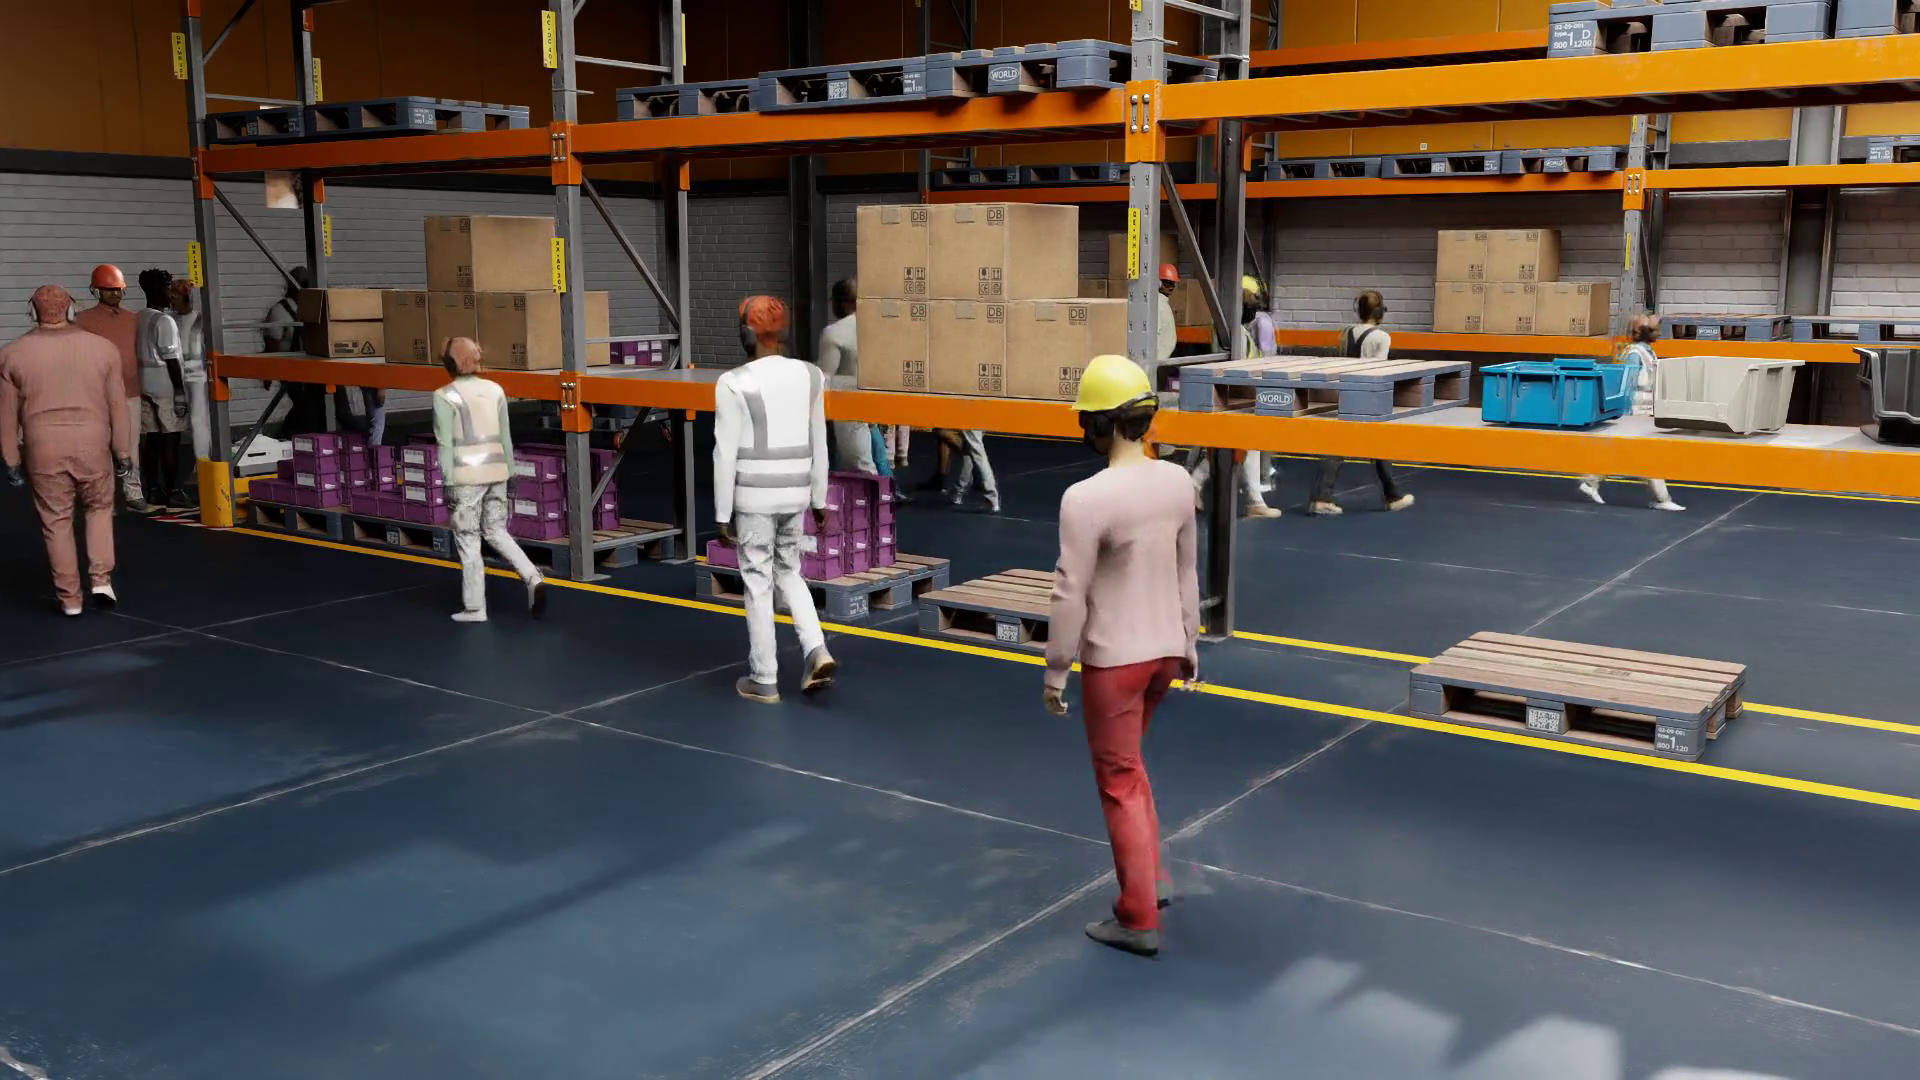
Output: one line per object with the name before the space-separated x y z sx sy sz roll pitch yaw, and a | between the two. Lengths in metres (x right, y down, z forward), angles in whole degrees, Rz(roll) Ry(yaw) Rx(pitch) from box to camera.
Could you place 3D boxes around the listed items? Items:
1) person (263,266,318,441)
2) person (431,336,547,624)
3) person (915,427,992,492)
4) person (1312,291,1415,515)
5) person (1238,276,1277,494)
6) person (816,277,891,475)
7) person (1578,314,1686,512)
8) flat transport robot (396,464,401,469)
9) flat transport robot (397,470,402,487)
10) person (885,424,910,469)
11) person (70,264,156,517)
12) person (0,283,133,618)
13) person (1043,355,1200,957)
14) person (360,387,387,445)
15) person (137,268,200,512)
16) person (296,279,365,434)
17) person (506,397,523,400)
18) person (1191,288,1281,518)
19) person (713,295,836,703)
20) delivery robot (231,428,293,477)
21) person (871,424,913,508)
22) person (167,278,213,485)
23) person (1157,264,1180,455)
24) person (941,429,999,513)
person | -6.524 -1.733 16.360 1.001 2.000 0.709 5 11 27
person | -2.621 -0.321 9.225 0.546 1.616 0.527 5 11 29
person | -0.055 -1.330 14.368 0.743 1.910 0.555 5 11 30
person | 3.220 -1.083 13.264 1.015 1.787 0.547 -6 11 -32
person | 2.523 -1.331 14.418 0.479 1.896 0.591 -2 10 -13
person | -0.835 -0.866 11.599 0.945 1.894 0.652 6 11 30
person | 5.526 -1.054 13.627 0.851 1.597 0.530 6 11 33
flat transport robot | -5.482 -0.615 14.965 0.652 0.197 1.431 -7 12 -38
flat transport robot | -4.502 -0.484 14.180 1.431 0.197 0.652 -4 10 -20
person | -0.701 -1.691 16.240 0.374 1.997 0.609 6 11 30
person | -6.692 -1.176 13.181 0.397 1.992 0.623 6 11 32
person | -5.098 -0.506 9.479 0.671 1.892 0.508 -6 11 -30
person | 0.465 0.338 4.877 0.550 1.748 0.467 -9 13 -42
person | -5.176 -1.332 14.788 0.312 1.769 0.522 -4 10 -23
person | -6.444 -1.205 13.435 0.613 1.965 0.361 7 12 35
person | -5.938 -1.506 15.551 1.041 1.867 0.605 3 10 15
person | -4.487 -1.524 15.912 0.609 1.792 0.998 -9 13 -43
person | 2.140 -1.075 13.114 0.776 1.818 0.639 0 10 0
person | -0.839 -0.163 7.509 0.605 1.873 0.502 -8 13 -41
delivery robot | -6.167 -0.742 14.595 0.477 0.478 0.707 6 11 31
person | -0.705 -1.176 13.806 1.004 1.788 0.597 9 13 43
person | -6.987 -1.456 15.234 0.613 1.872 0.614 4 11 25
person | 2.104 -1.890 17.439 0.391 1.991 0.613 3 10 16
person | 0.076 -1.087 13.530 0.494 1.693 0.908 -7 12 -37
